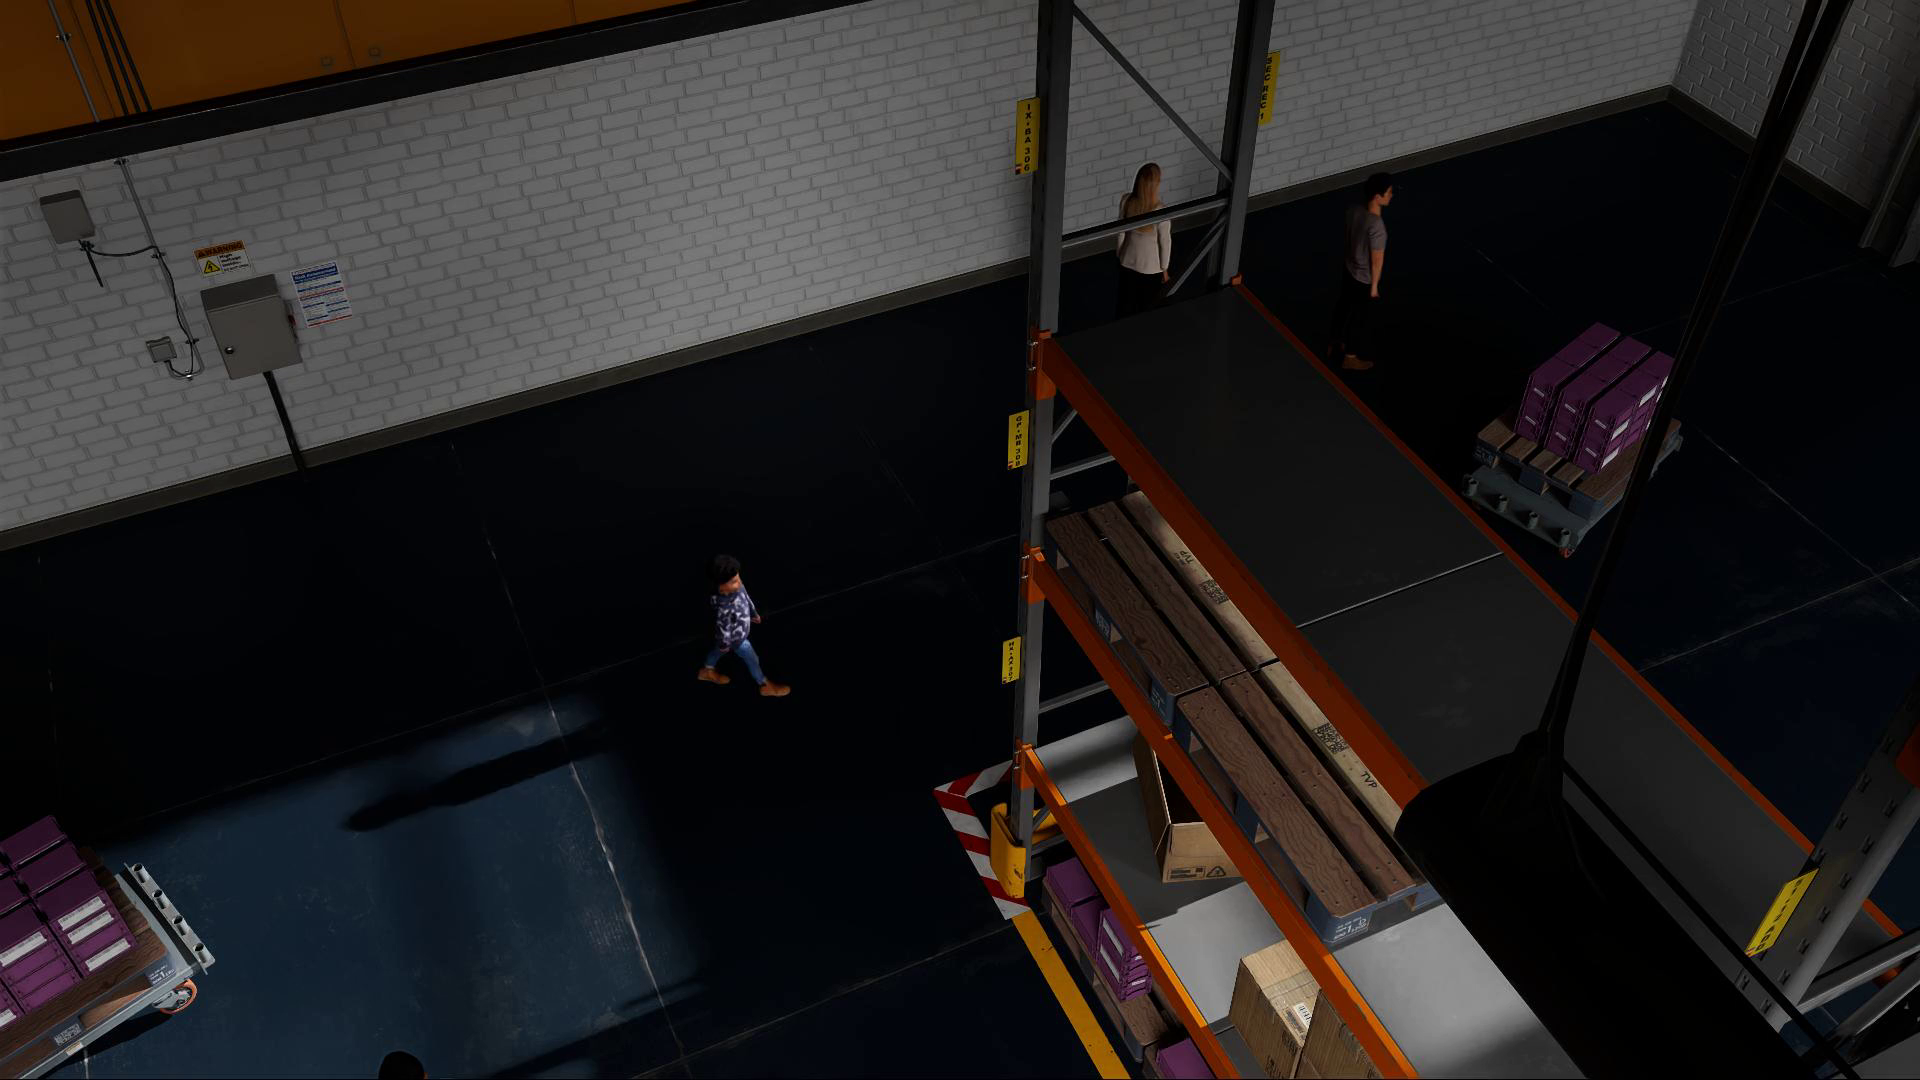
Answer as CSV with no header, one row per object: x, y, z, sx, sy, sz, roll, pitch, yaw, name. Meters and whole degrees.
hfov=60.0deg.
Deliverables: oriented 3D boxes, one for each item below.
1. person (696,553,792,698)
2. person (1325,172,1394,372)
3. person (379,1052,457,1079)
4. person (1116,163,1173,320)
-1.524,0.553,10.739,0.814,1.220,0.873,3,44,4,person
3.179,-2.138,13.204,0.685,1.716,0.503,-13,45,-13,person
-2.444,2.918,7.853,0.625,1.777,0.534,-21,47,-21,person
1.430,-2.141,13.103,0.644,1.859,0.744,22,48,21,person
